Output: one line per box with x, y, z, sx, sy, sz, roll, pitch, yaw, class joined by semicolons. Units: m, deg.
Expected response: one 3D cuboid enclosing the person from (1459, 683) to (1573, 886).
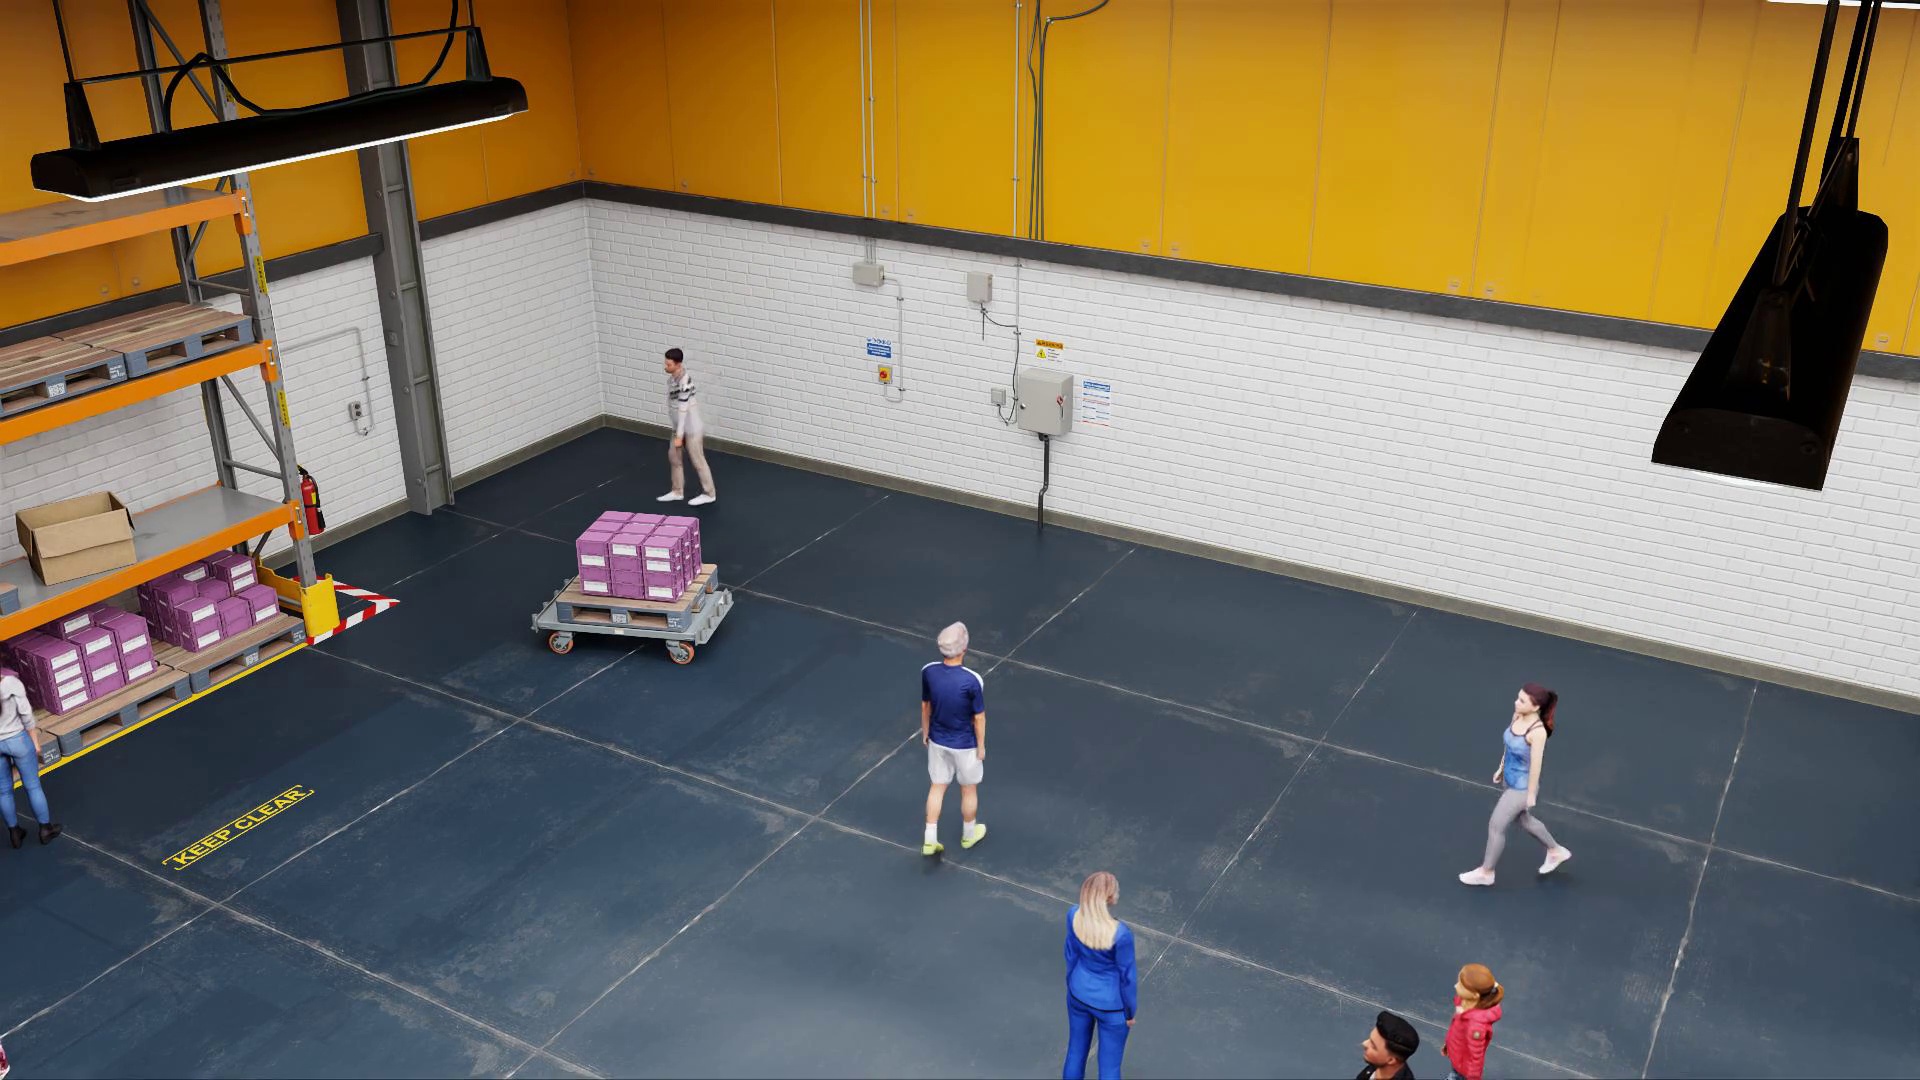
3.970;1.708;11.595;0.933;1.585;1.043;1;24;2;person

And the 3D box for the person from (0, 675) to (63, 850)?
-6.905;1.483;12.049;0.671;1.632;0.705;-4;24;-8;person

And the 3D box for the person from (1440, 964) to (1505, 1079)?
2.868;2.913;9.212;0.769;1.285;0.885;5;24;12;person

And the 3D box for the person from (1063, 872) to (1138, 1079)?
0.780;2.608;9.392;0.647;1.699;0.587;18;29;35;person

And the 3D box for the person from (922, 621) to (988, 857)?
-0.066;1.446;11.883;0.687;1.835;0.866;10;25;21;person

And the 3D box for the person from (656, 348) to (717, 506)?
-2.907;-1.234;18.022;1.046;1.826;0.972;-5;24;-12;person

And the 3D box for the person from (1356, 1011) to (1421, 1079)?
2.062;3.074;8.184;0.841;1.814;0.704;2;24;4;person
